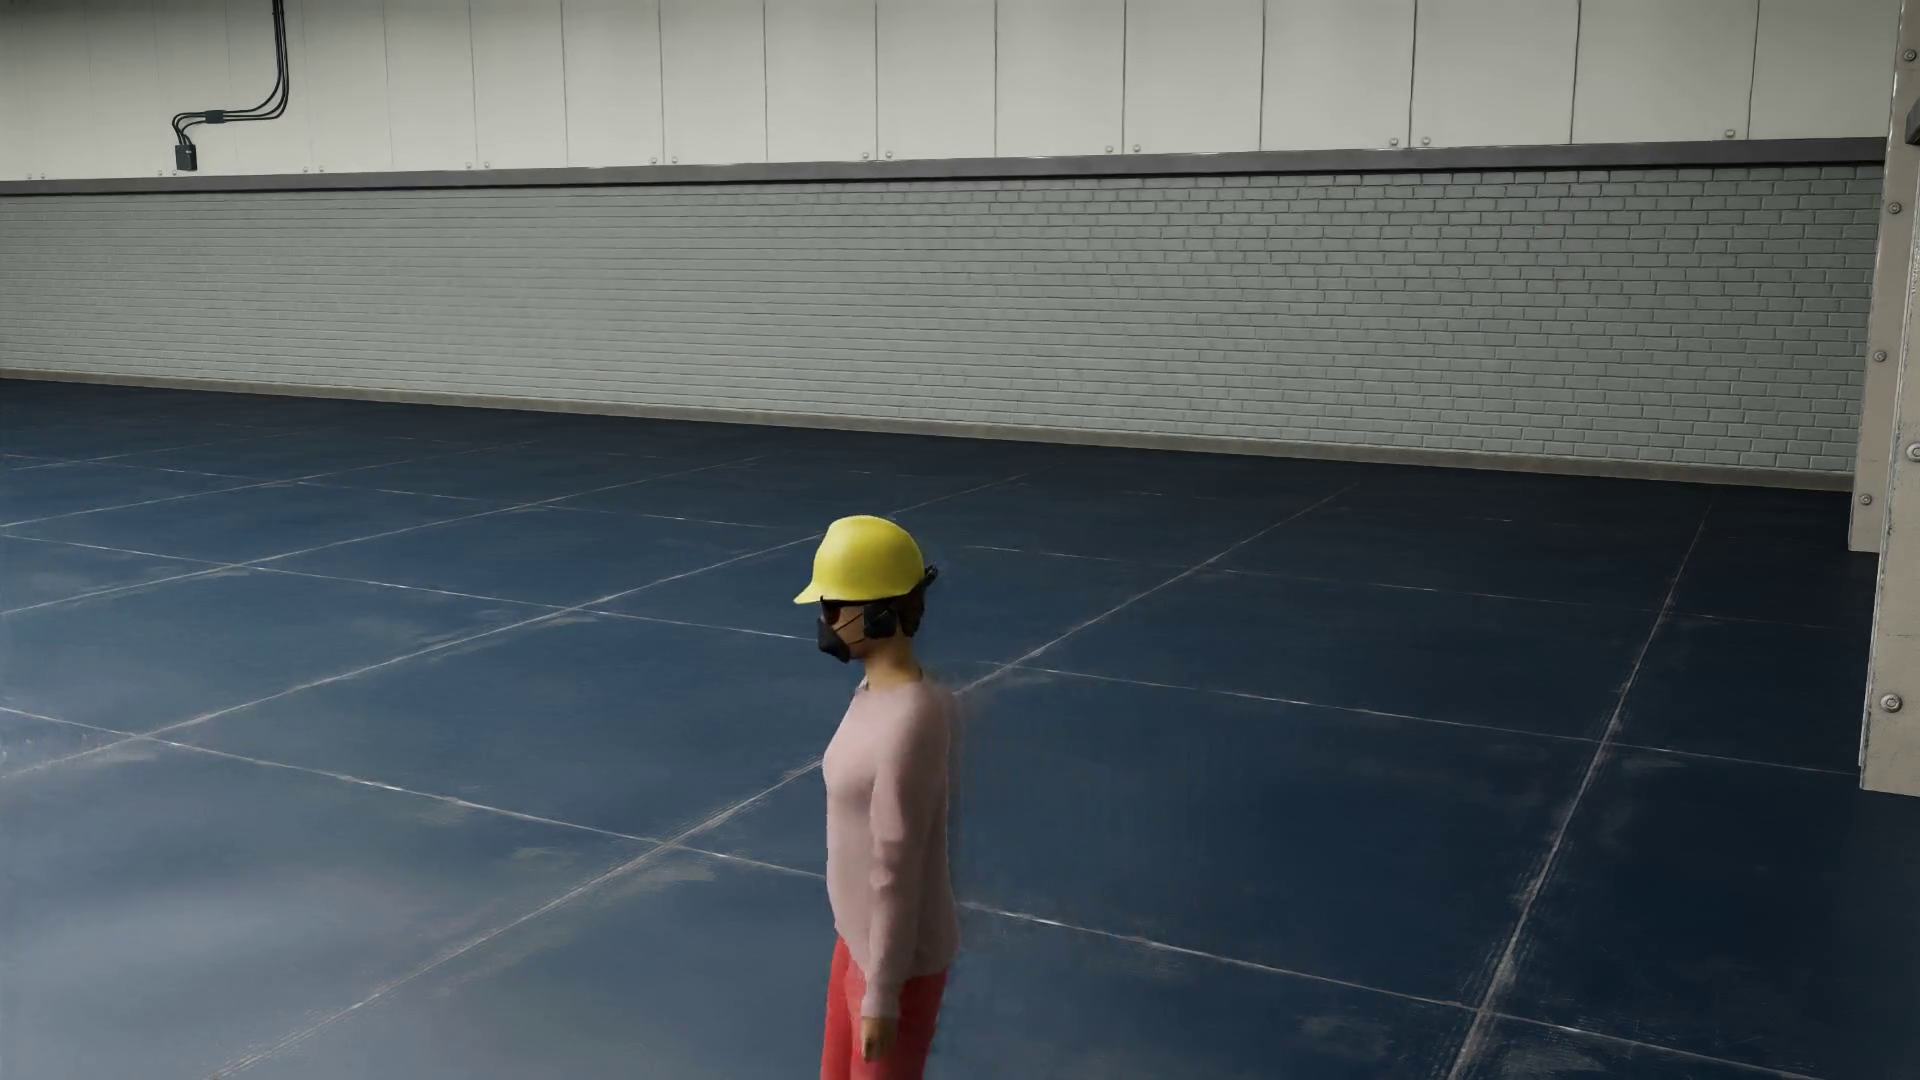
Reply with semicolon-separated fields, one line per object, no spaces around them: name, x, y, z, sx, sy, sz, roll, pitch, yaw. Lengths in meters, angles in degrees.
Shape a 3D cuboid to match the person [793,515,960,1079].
person;-0.101;0.813;3.380;0.618;1.749;0.535;-2;11;-11
